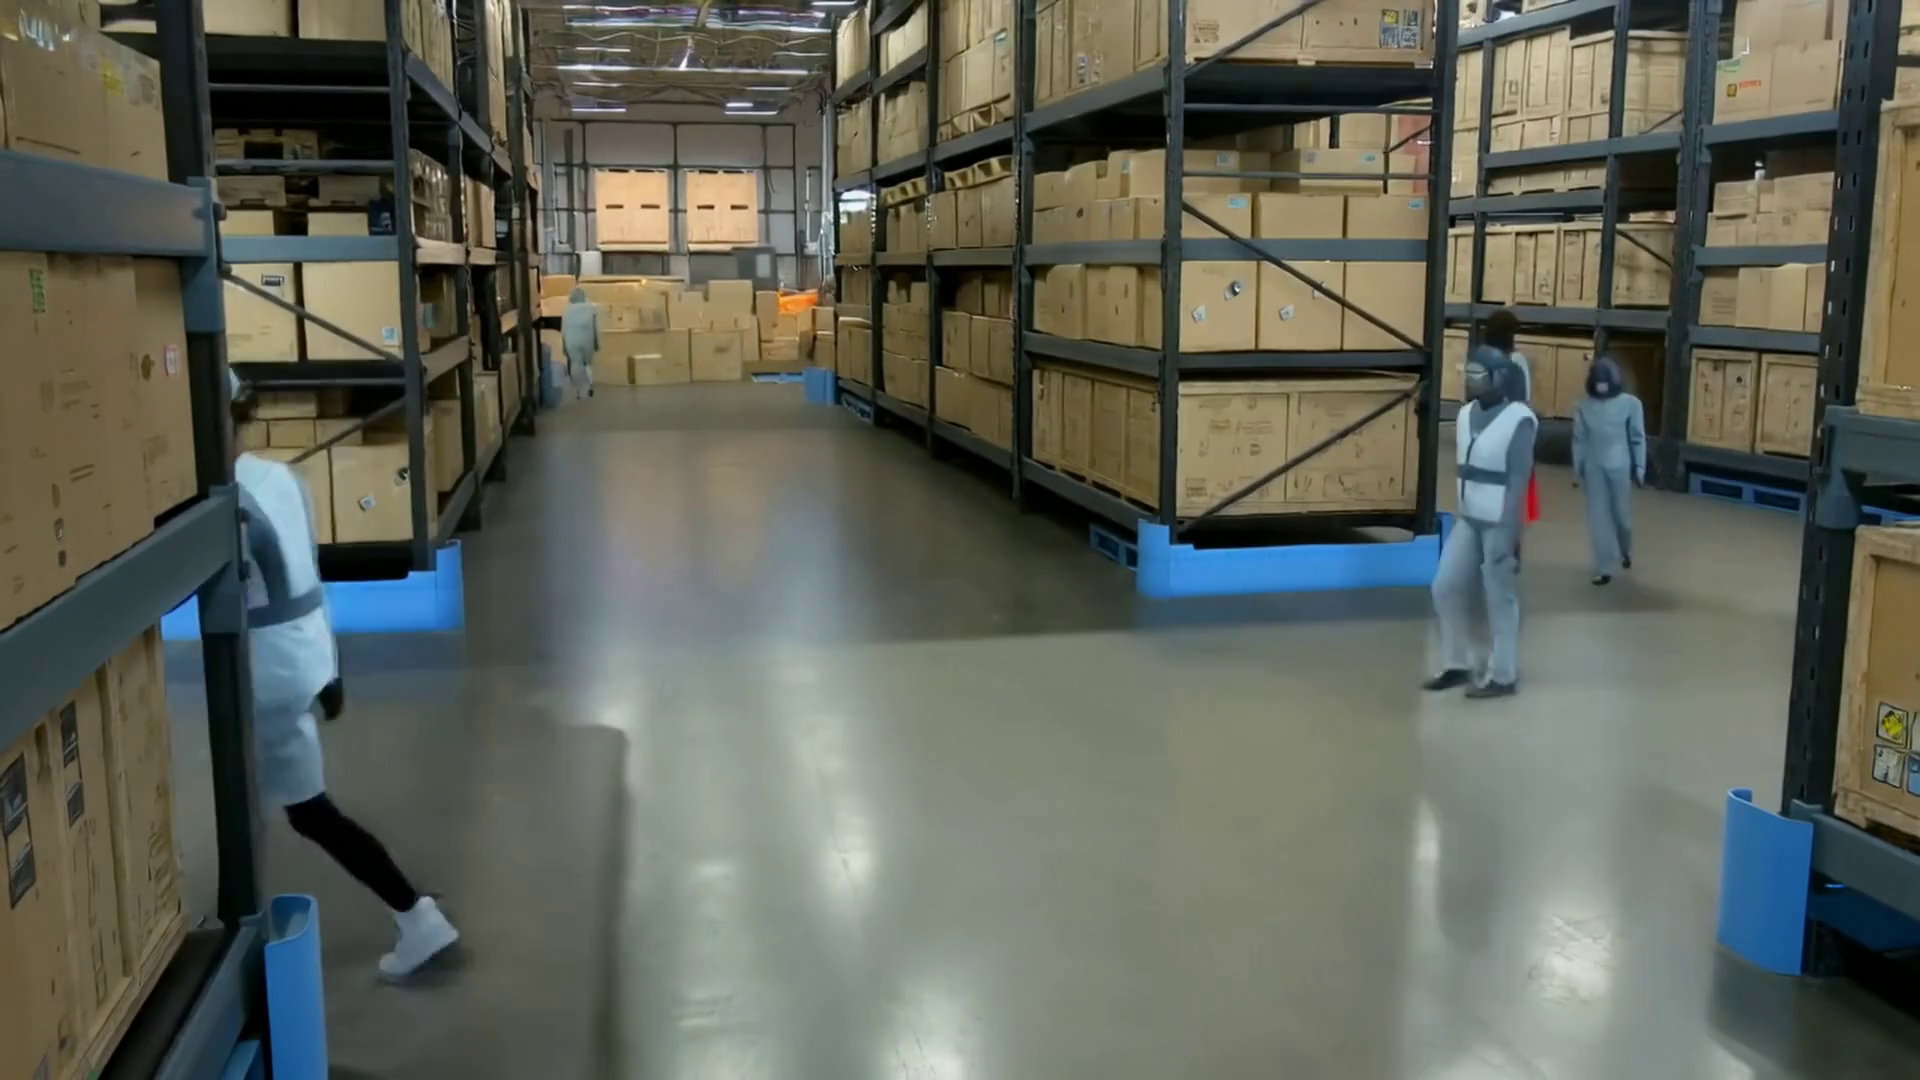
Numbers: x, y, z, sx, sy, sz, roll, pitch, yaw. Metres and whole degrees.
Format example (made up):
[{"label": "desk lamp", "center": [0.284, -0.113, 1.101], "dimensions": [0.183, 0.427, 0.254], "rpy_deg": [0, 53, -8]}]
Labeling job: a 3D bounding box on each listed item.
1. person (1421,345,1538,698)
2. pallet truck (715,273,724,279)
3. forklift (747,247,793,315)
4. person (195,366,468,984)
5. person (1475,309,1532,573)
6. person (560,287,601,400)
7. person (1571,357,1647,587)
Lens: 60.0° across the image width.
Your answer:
[{"label": "person", "center": [2.647, -0.074, 8.502], "dimensions": [0.581, 1.827, 0.569], "rpy_deg": [-4, 10, -22]}, {"label": "pallet truck", "center": [-8.580, -8.986, 62.280], "dimensions": [1.885, 1.965, 0.823], "rpy_deg": [1, 9, 5]}, {"label": "forklift", "center": [-6.007, -7.555, 50.873], "dimensions": [1.129, 2.768, 1.873], "rpy_deg": [-7, 12, -38]}, {"label": "person", "center": [-2.019, 0.414, 5.056], "dimensions": [1.002, 1.989, 0.638], "rpy_deg": [-1, 9, -4]}, {"label": "person", "center": [3.956, -0.711, 12.084], "dimensions": [0.372, 1.916, 0.597], "rpy_deg": [1, 9, 4]}, {"label": "person", "center": [-6.395, -3.303, 27.951], "dimensions": [0.676, 1.891, 0.431], "rpy_deg": [-6, 11, -31]}, {"label": "person", "center": [4.565, -0.488, 11.685], "dimensions": [0.519, 1.605, 0.558], "rpy_deg": [7, 11, 36]}]
